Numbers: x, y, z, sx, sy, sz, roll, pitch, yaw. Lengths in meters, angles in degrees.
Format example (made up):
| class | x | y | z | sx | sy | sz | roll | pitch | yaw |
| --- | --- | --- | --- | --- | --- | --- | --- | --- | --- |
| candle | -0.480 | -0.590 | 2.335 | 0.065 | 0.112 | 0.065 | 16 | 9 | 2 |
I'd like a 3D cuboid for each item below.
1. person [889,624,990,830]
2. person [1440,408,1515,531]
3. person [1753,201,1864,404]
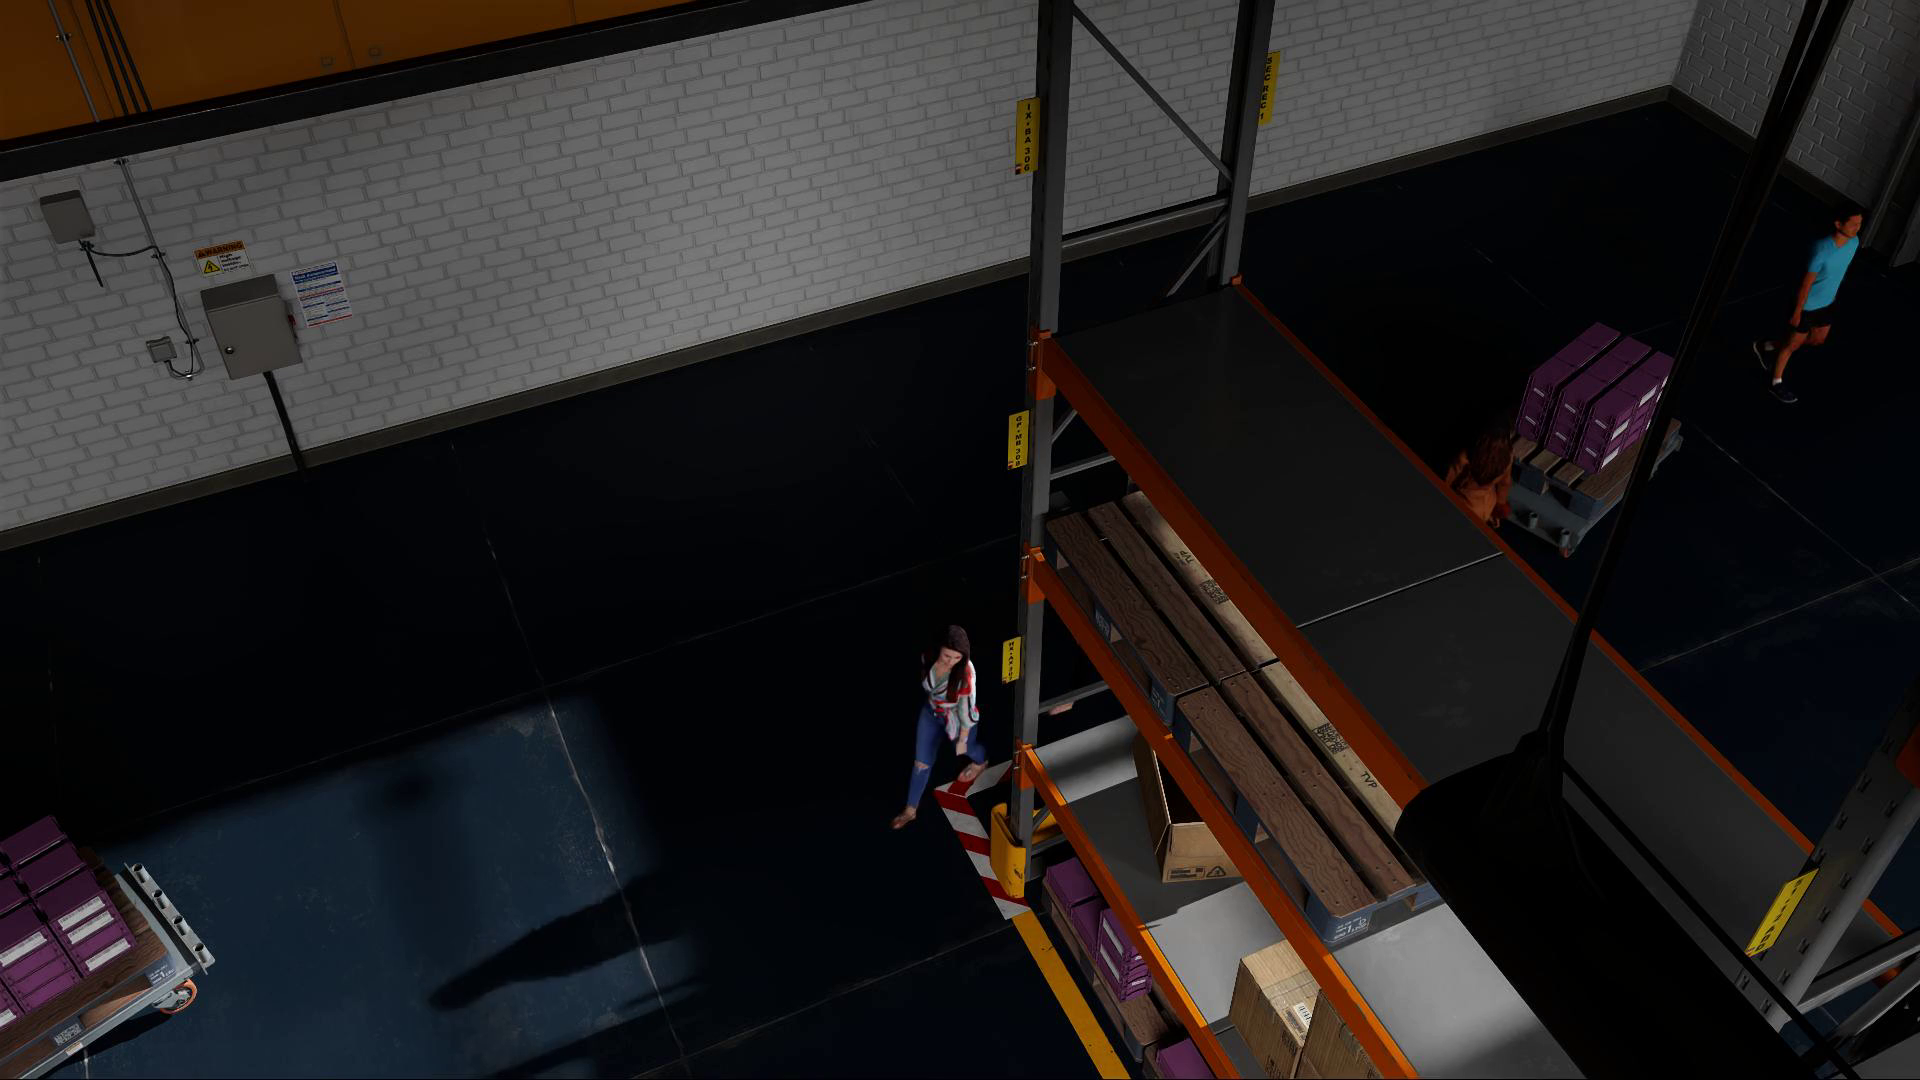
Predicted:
| class | x | y | z | sx | sy | sz | roll | pitch | yaw |
| --- | --- | --- | --- | --- | --- | --- | --- | --- | --- |
| person | 0.003 | 1.031 | 9.989 | 1.099 | 1.561 | 0.969 | 33 | 53 | 30 |
| person | 3.428 | -0.112 | 11.084 | 0.682 | 1.706 | 0.693 | -14 | 45 | -14 |
| person | 6.547 | -1.896 | 12.913 | 0.667 | 1.768 | 0.785 | -22 | 48 | -21 |
